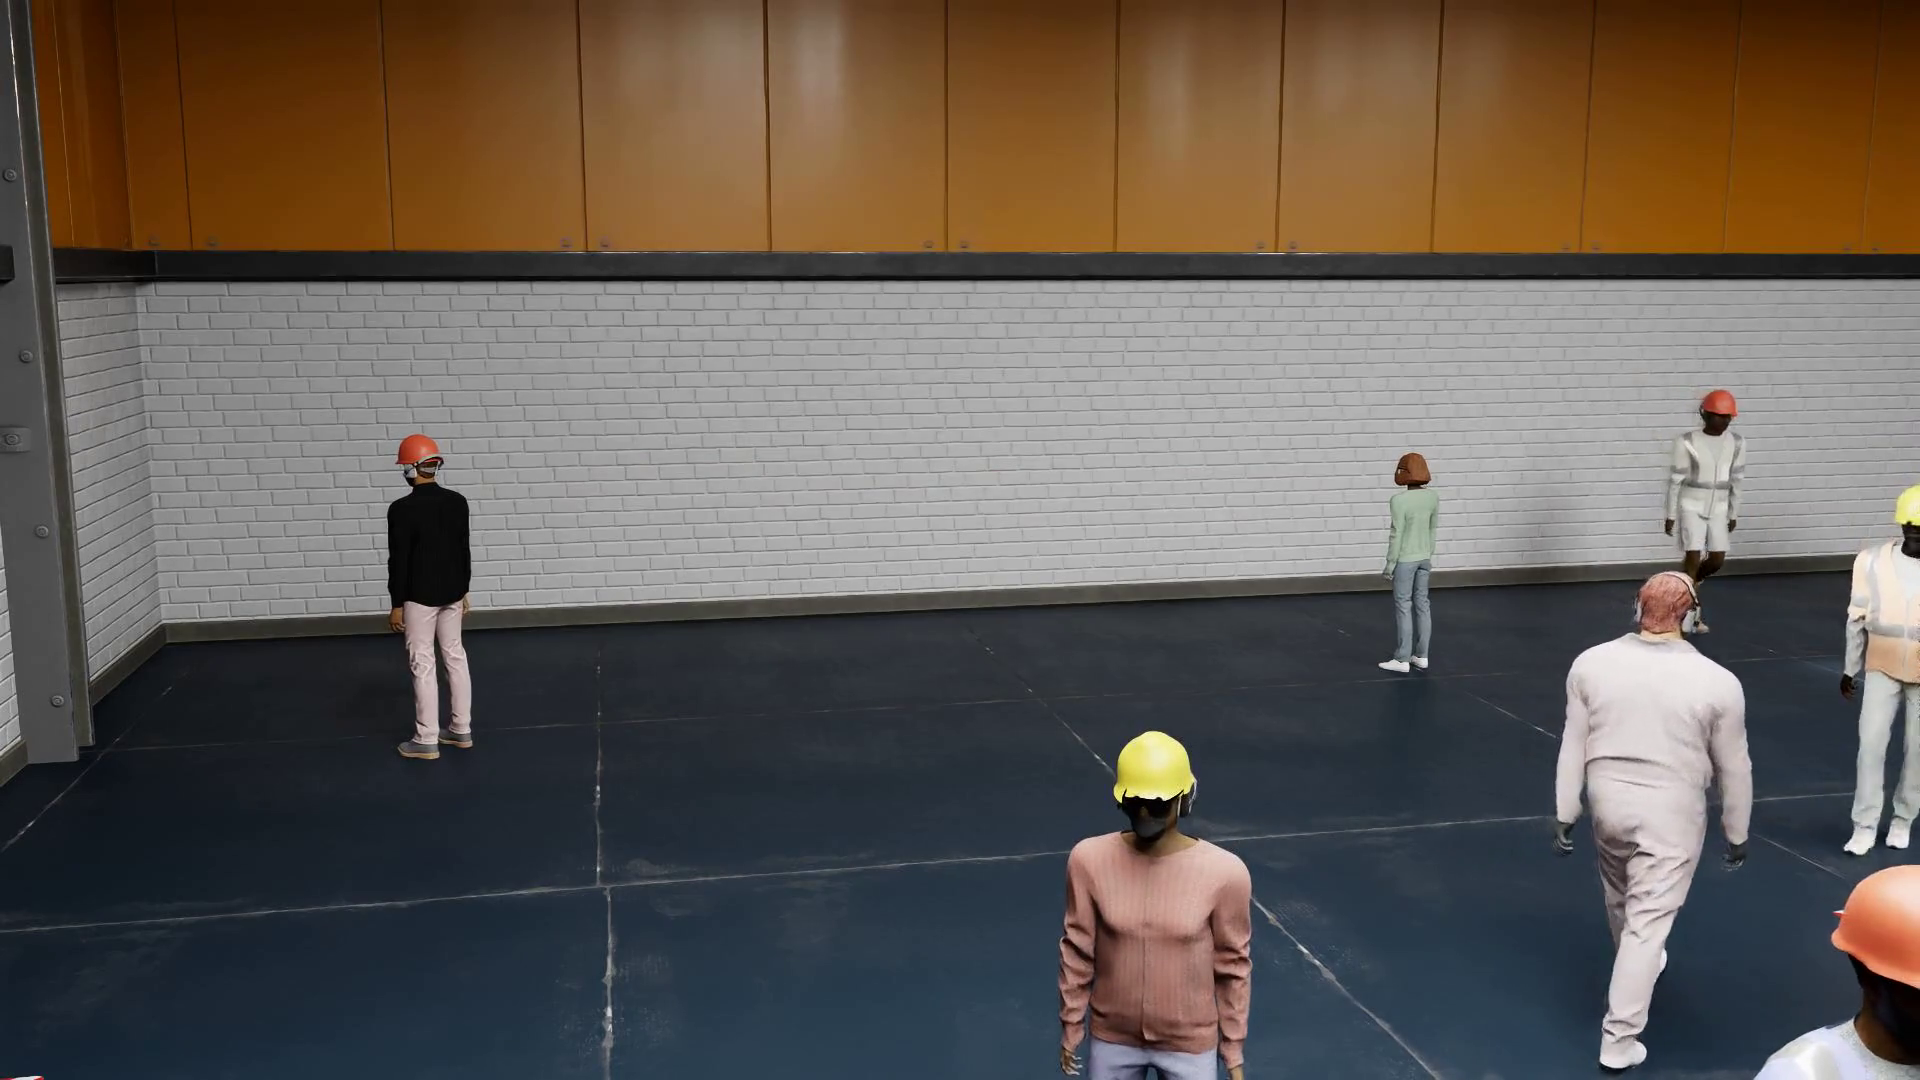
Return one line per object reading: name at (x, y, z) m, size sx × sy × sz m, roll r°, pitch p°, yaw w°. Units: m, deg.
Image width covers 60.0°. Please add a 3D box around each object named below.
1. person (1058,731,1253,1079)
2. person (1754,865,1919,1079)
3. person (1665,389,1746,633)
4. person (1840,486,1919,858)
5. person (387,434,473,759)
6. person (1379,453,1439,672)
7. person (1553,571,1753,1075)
person at (0.528, 1.382, 4.591) m, size 0.533 × 1.767 × 0.326 m, roll 3°, pitch 10°, yaw 15°
person at (1.715, 1.535, 3.135) m, size 0.551 × 1.934 × 0.373 m, roll -5°, pitch 10°, yaw -26°
person at (6.152, -0.258, 13.821) m, size 0.635 × 2.024 × 0.655 m, roll 0°, pitch 9°, yaw -2°
person at (4.772, 0.684, 8.406) m, size 0.613 × 1.901 × 0.778 m, roll 7°, pitch 11°, yaw 36°
person at (-3.276, 0.342, 10.262) m, size 0.402 × 1.989 × 0.615 m, roll 5°, pitch 11°, yaw 28°
person at (3.353, 0.167, 12.398) m, size 0.507 × 1.633 × 0.276 m, roll -7°, pitch 11°, yaw -35°
person at (2.691, 1.041, 6.394) m, size 0.666 × 1.854 × 1.003 m, roll 9°, pitch 13°, yaw 42°
